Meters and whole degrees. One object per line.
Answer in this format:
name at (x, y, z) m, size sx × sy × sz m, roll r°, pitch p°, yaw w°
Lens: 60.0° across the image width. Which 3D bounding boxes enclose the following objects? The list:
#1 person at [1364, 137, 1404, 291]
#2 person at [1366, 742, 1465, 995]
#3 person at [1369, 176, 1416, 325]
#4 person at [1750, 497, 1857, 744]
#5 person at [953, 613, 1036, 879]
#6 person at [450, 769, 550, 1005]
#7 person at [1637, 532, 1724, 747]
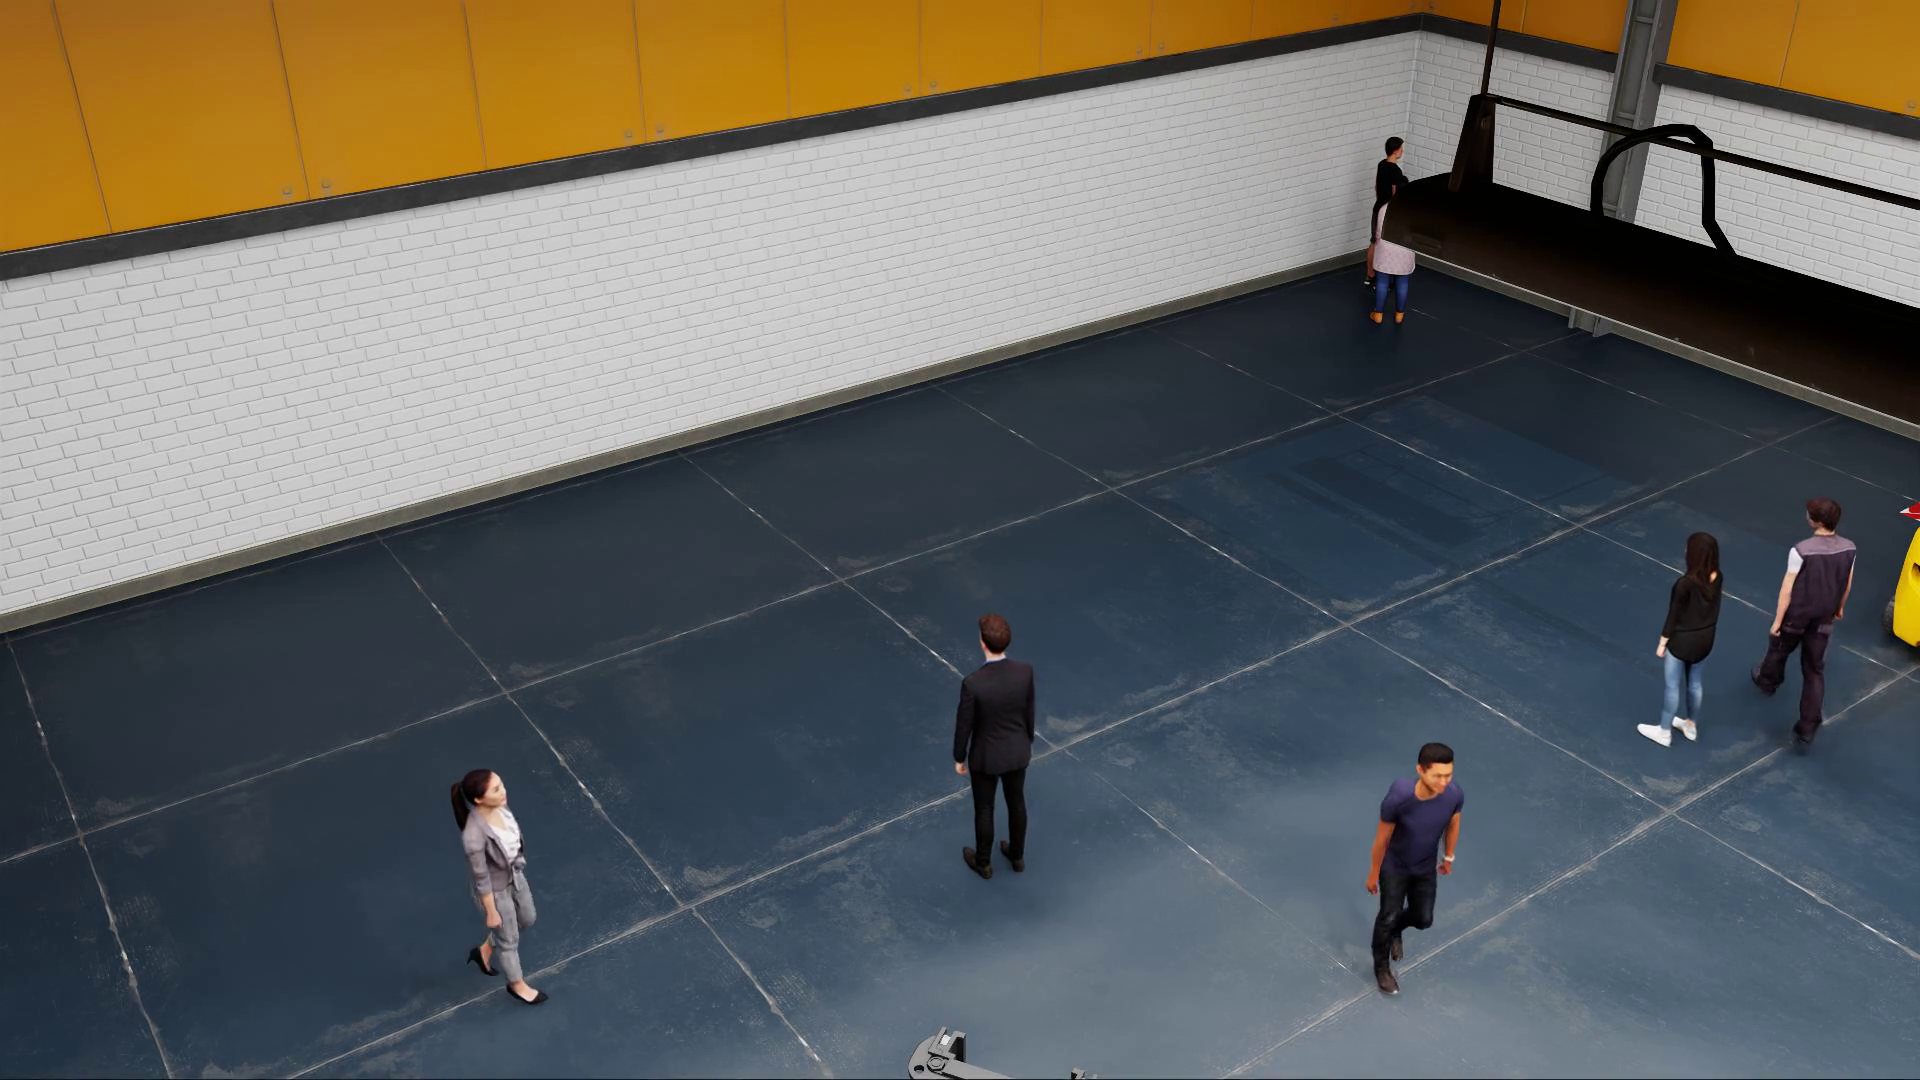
person at (5.167, -3.981, 20.205) m, size 0.803 × 1.862 × 0.647 m, roll -8°, pitch 30°, yaw -14°
person at (2.571, 1.822, 9.661) m, size 0.863 × 1.771 × 0.915 m, roll -2°, pitch 29°, yaw -4°
person at (5.026, -3.354, 19.178) m, size 0.798 × 1.743 × 0.823 m, roll 0°, pitch 29°, yaw 0°
person at (6.085, 0.607, 11.867) m, size 1.194 × 1.790 × 1.327 m, roll 2°, pitch 29°, yaw 3°
person at (0.252, 1.316, 10.466) m, size 0.752 × 1.889 × 0.700 m, roll -12°, pitch 31°, yaw -20°
person at (-2.702, 1.981, 9.478) m, size 0.876 × 1.668 × 0.820 m, roll 2°, pitch 29°, yaw 3°
person at (5.205, 0.704, 11.849) m, size 0.621 × 1.638 × 0.622 m, roll -10°, pitch 30°, yaw -18°
